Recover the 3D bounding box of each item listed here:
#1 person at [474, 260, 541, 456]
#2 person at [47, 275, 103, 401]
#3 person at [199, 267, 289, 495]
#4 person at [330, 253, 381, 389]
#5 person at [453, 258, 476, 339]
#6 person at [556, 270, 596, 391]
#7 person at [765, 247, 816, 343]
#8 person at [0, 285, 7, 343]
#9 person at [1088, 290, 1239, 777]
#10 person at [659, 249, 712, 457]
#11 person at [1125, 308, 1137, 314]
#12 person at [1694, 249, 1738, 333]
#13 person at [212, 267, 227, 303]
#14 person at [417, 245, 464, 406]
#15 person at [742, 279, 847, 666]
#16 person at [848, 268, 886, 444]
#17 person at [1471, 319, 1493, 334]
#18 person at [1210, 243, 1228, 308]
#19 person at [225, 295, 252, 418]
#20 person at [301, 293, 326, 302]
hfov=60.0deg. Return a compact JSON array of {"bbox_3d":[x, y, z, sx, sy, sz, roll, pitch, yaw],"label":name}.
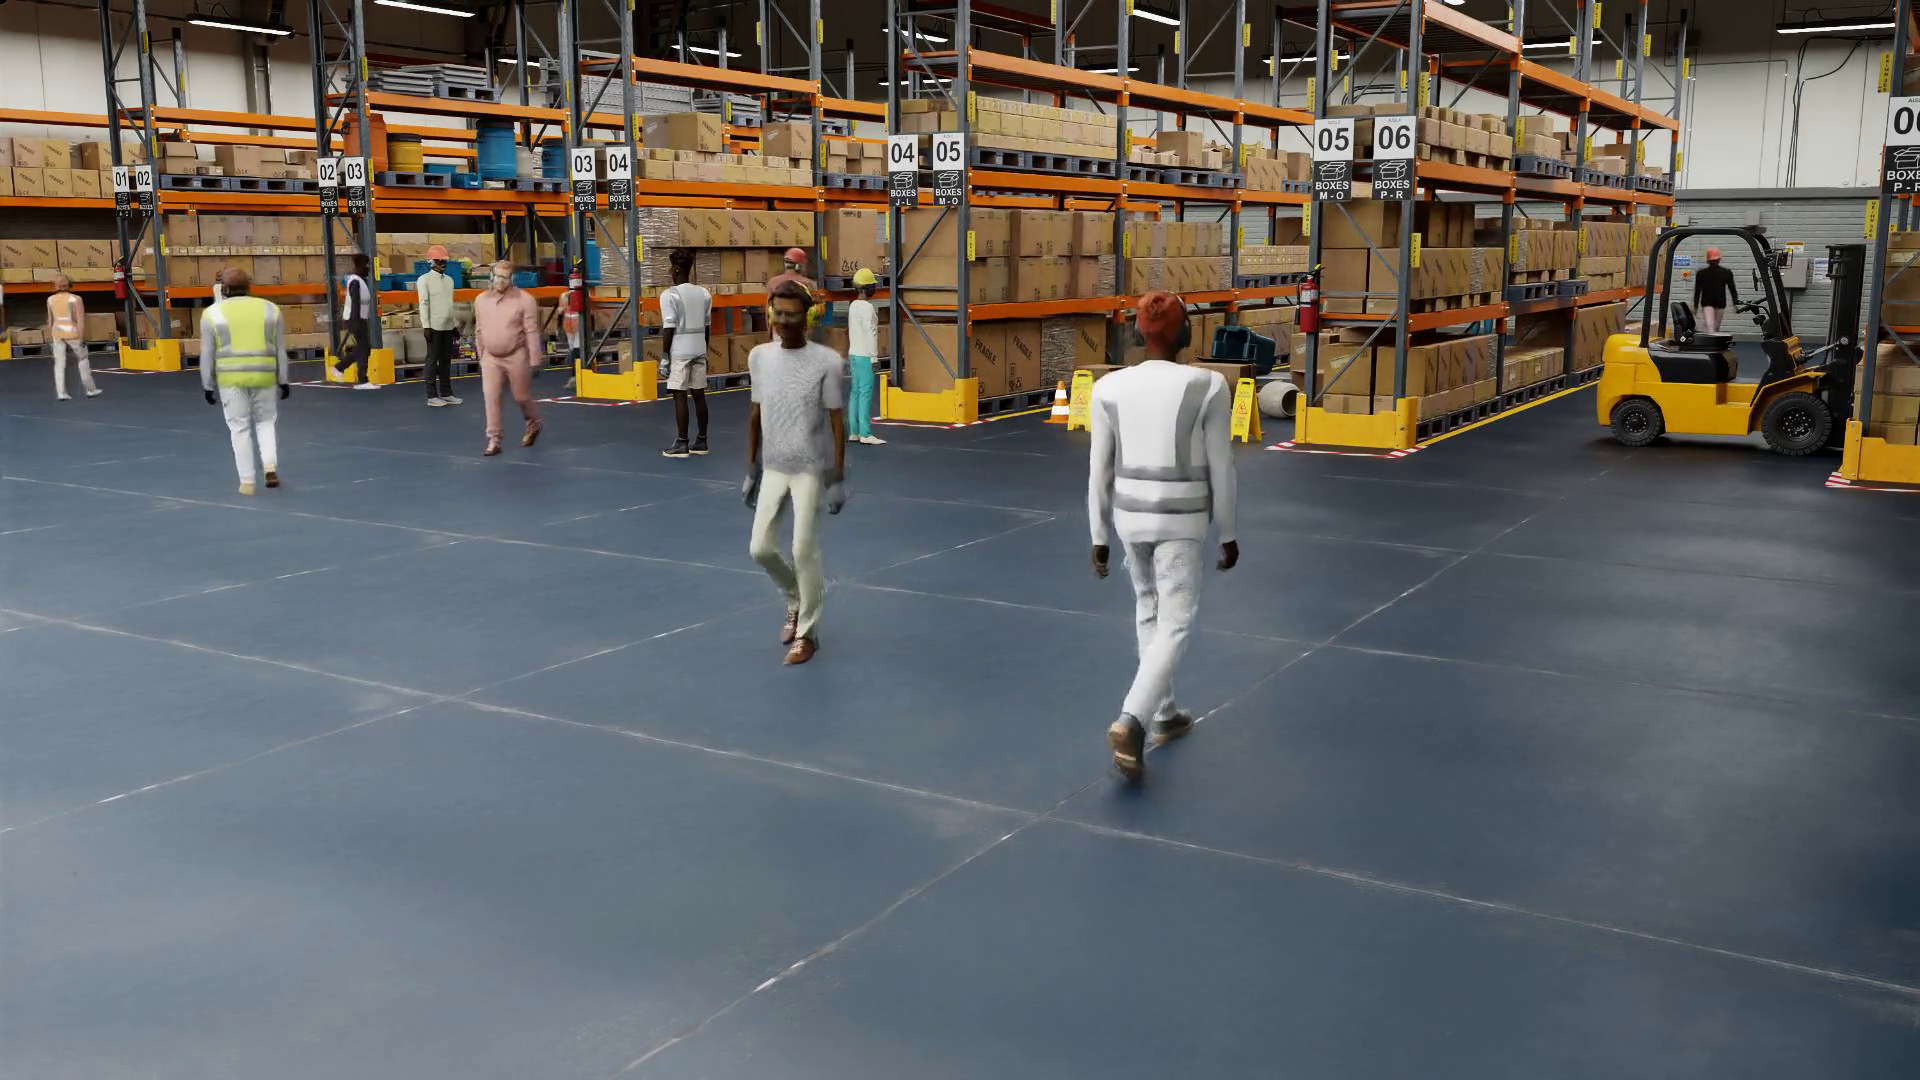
[{"bbox_3d":[-4.369,-1.779,16.170,0.656,1.872,0.908,1,10,6],"label":"person"},{"bbox_3d":[-11.535,-2.629,21.595,0.535,1.601,0.801,1,10,5],"label":"person"},{"bbox_3d":[-5.761,-1.271,13.397,0.662,1.827,0.447,-7,12,-34],"label":"person"},{"bbox_3d":[-8.449,-3.040,23.138,0.590,1.895,0.622,-2,10,-12],"label":"person"},{"bbox_3d":[-8.174,-3.770,27.530,0.607,1.788,0.915,6,12,29],"label":"person"},{"bbox_3d":[-5.334,-2.930,23.201,0.538,1.656,0.884,4,11,21],"label":"person"},{"bbox_3d":[-2.054,-2.556,20.199,0.665,1.977,0.445,3,10,14],"label":"person"},{"bbox_3d":[-13.008,-2.838,22.186,0.513,1.832,0.958,-2,10,-13],"label":"person"},{"bbox_3d":[0.746,-0.039,6.453,0.573,1.857,0.910,6,12,31],"label":"person"},{"bbox_3d":[-2.613,-1.766,15.792,0.367,1.966,0.606,7,12,36],"label":"person"},{"bbox_3d":[3.215,-4.551,31.470,0.631,1.939,0.372,6,12,31],"label":"person"},{"bbox_3d":[13.327,-4.165,29.350,0.703,1.935,1.038,3,11,18],"label":"person"},{"bbox_3d":[-11.718,-3.524,26.554,0.513,1.640,0.309,7,12,35],"label":"person"},{"bbox_3d":[-6.495,-2.672,20.785,0.379,1.996,0.609,4,11,22],"label":"person"},{"bbox_3d":[-0.804,-0.324,8.022,0.556,1.854,0.425,4,11,20],"label":"person"},{"bbox_3d":[-0.958,-1.849,16.810,0.303,1.772,0.530,-5,11,-26],"label":"person"},{"bbox_3d":[9.041,-4.013,28.720,0.571,1.840,0.373,2,10,11],"label":"person"},{"bbox_3d":[5.883,-5.640,37.277,0.609,2.000,0.693,8,13,38],"label":"person"},{"bbox_3d":[-8.346,-2.220,19.268,0.499,1.633,0.279,1,10,8],"label":"person"},{"bbox_3d":[-12.070,-4.387,31.057,0.538,1.766,0.351,7,12,35],"label":"person"}]
